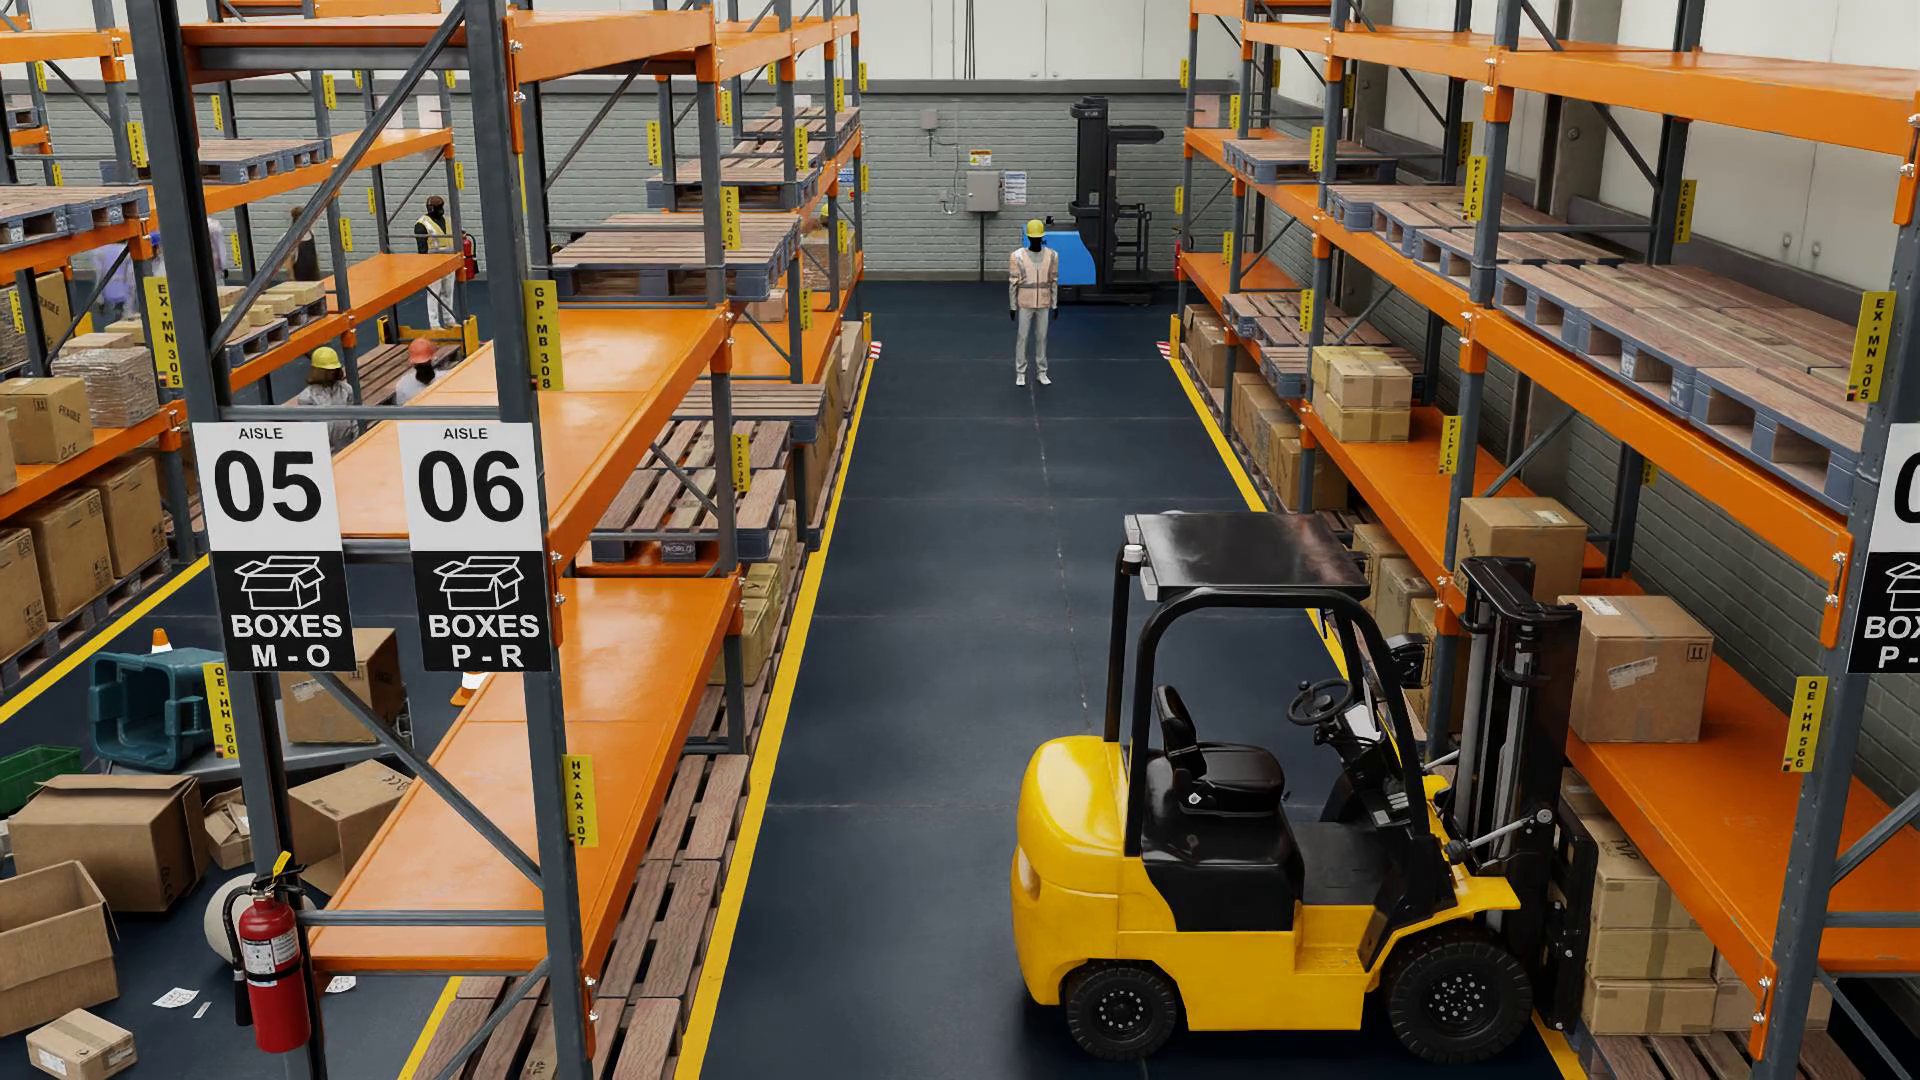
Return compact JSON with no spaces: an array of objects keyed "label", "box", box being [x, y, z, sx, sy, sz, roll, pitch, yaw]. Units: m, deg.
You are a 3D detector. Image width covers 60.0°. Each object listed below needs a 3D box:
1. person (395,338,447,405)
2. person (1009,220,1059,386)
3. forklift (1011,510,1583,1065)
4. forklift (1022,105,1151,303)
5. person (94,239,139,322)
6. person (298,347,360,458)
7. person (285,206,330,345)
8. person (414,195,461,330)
[{"label":"person","box":[-4.401,-0.870,13.953,0.570,1.722,0.841,-3,19,-10]},{"label":"person","box":[0.863,-2.747,19.291,0.594,1.925,0.369,-4,19,-12]},{"label":"forklift","box":[1.387,1.055,7.378,2.313,2.155,1.214,0,18,0]},{"label":"forklift","box":[1.857,-4.944,24.441,1.873,2.768,1.129,0,18,0]},{"label":"person","box":[-9.941,-2.906,19.849,0.562,1.872,1.021,-1,18,-4]},{"label":"person","box":[-5.050,-0.708,13.436,0.334,1.734,0.484,13,22,34]},{"label":"person","box":[-8.405,-3.374,21.351,0.368,1.830,0.512,6,19,19]},{"label":"person","box":[-6.969,-3.690,22.298,0.430,1.837,0.627,10,21,27]}]
